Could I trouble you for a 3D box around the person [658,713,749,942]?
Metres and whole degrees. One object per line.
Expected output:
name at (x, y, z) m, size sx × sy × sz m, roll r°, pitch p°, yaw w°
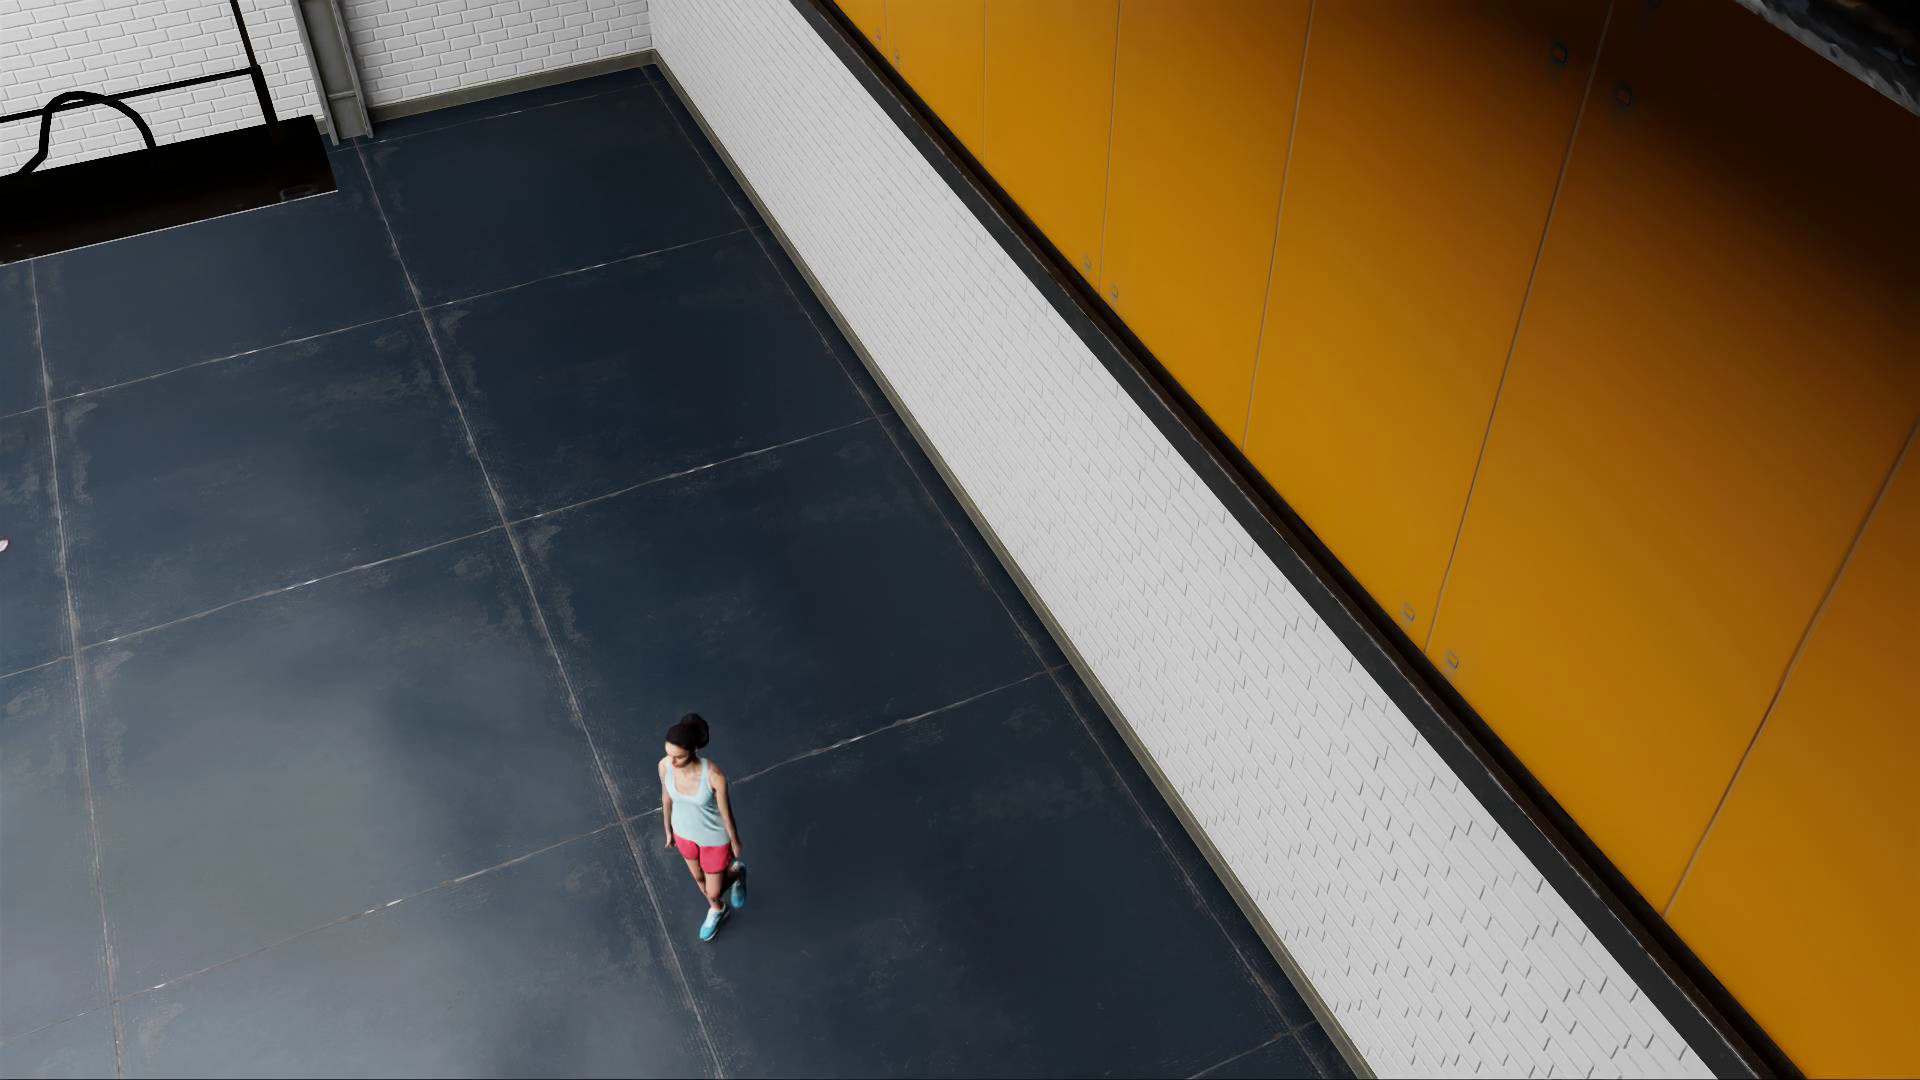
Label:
person at (-1.401, 1.576, 9.330) m, size 0.803 × 1.755 × 0.863 m, roll 14°, pitch 45°, yaw 15°
